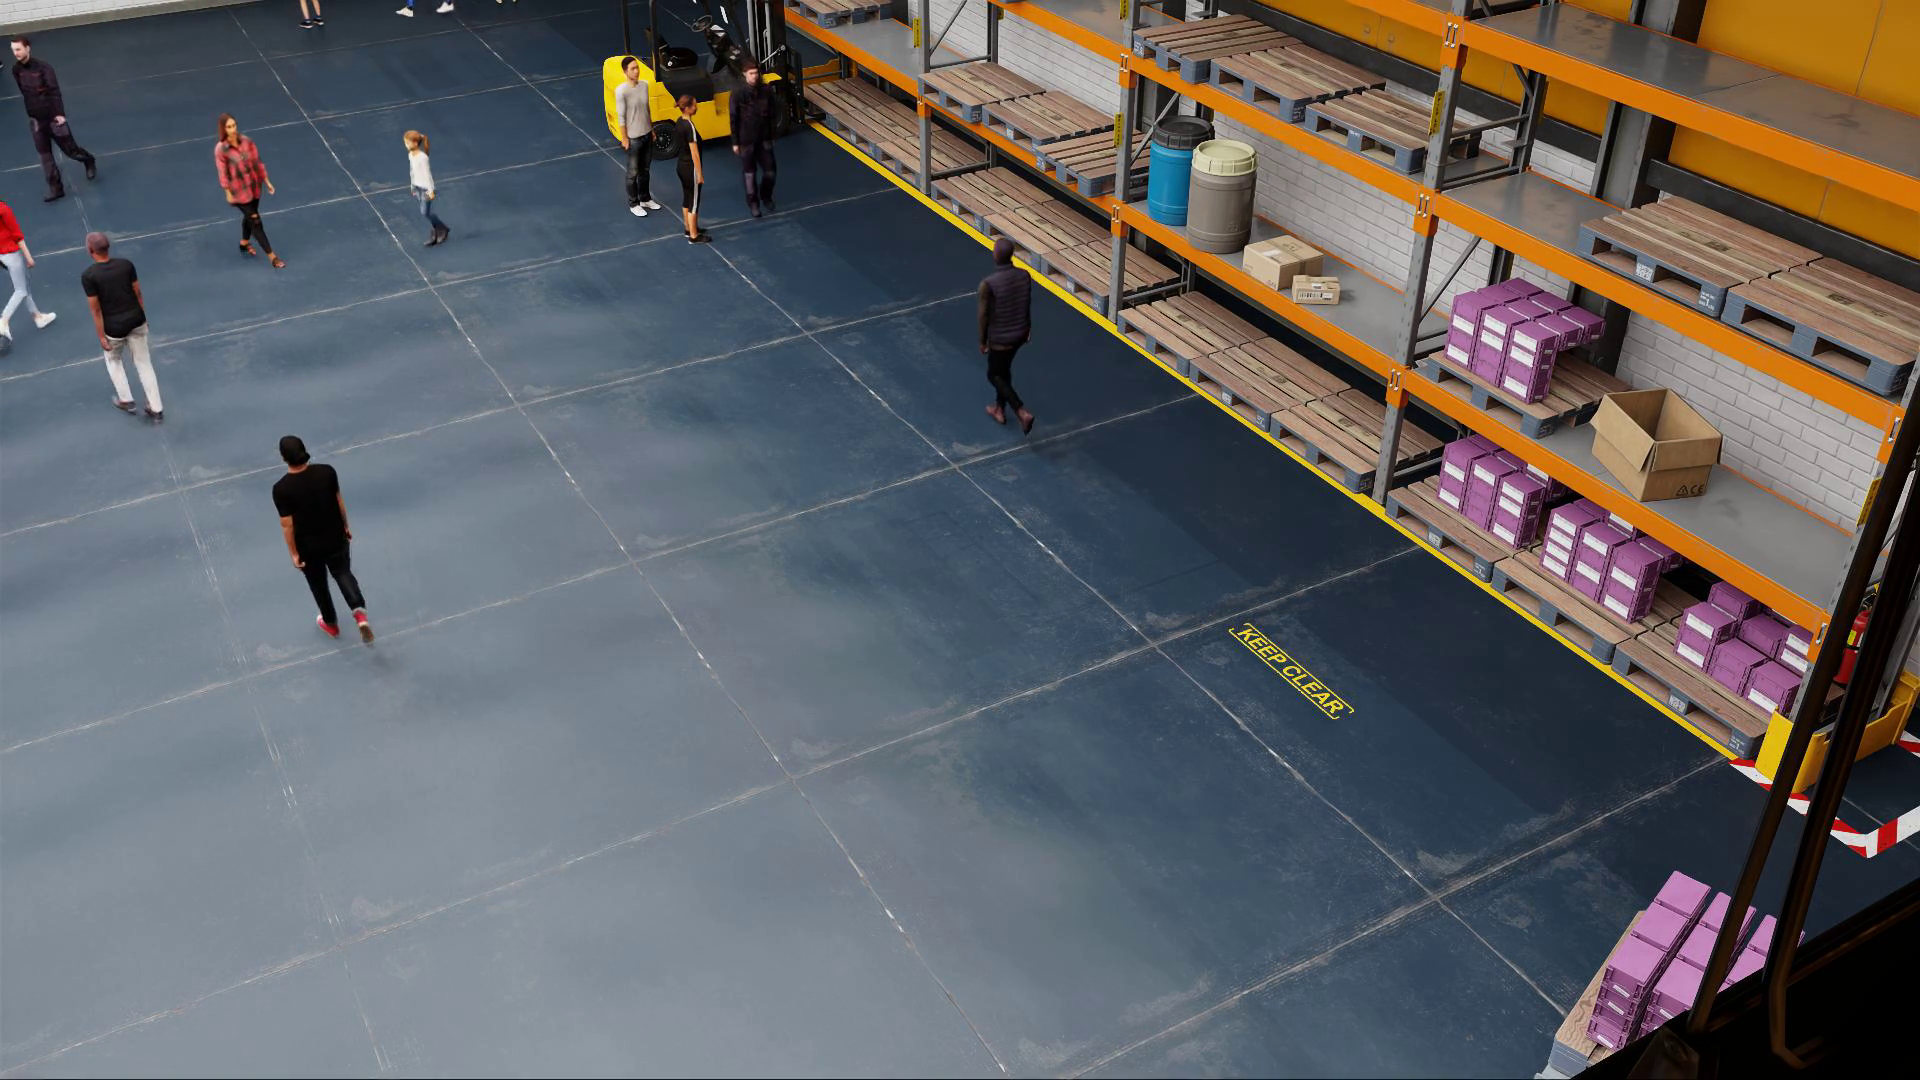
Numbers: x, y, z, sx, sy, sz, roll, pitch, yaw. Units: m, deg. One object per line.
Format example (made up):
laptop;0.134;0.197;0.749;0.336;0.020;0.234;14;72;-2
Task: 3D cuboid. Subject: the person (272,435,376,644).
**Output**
person;-4.604;0.036;12.058;0.726;1.743;0.971;-25;41;-32

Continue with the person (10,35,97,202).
person;-10.629;-4.963;19.445;1.072;1.890;1.204;4;34;6

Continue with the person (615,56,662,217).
person;-3.713;-4.642;19.034;0.704;1.811;0.734;22;40;30

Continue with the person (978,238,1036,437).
person;0.448;-1.755;14.689;0.738;1.813;1.041;-20;38;-27

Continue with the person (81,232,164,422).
person;-7.439;-1.869;14.889;0.996;1.780;0.849;25;41;33

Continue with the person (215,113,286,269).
person;-7.701;-3.760;17.842;1.167;1.661;0.922;21;39;29

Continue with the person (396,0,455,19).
person;-8.196;-8.885;25.524;0.772;1.694;1.100;-18;37;-24

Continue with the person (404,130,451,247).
person;-5.851;-3.890;18.354;0.545;1.311;0.615;27;42;35

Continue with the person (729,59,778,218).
person;-2.372;-4.588;18.939;0.768;1.825;0.715;-13;36;-18

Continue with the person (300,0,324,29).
person;-9.981;-8.545;25.232;0.580;1.449;0.584;23;40;30

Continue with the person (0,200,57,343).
person;-9.376;-2.746;16.294;1.032;1.687;1.088;8;34;11

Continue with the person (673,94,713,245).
person;-2.989;-4.102;18.350;0.645;1.669;0.468;-16;37;-22
